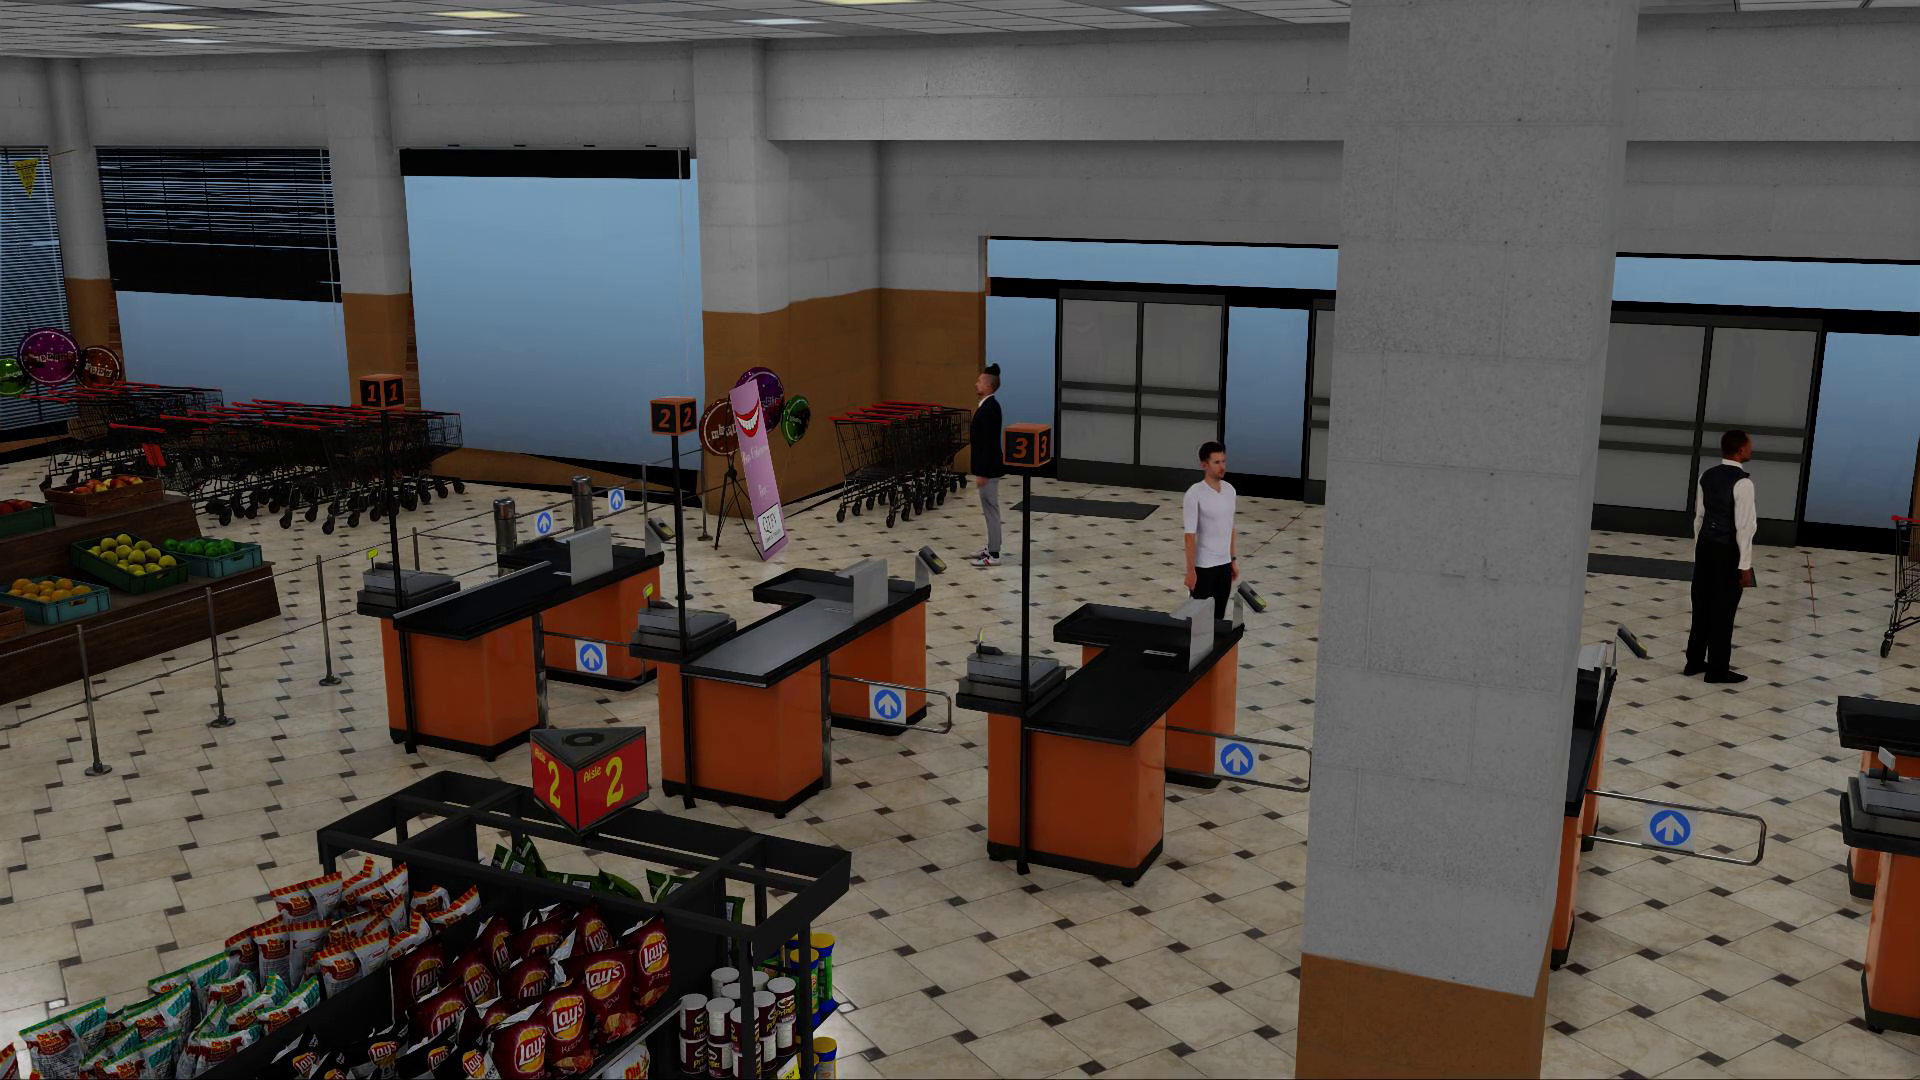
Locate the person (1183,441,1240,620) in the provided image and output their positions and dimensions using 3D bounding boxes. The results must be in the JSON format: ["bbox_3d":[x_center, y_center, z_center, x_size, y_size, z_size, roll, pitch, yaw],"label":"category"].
[{"bbox_3d":[1.873,0.173,12.460,0.670,1.851,0.819,-10,17,-37],"label":"person"}]

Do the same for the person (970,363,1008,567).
[{"bbox_3d":[0.280,-0.730,15.976,0.847,1.948,0.687,1,14,2],"label":"person"}]

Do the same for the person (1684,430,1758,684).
[{"bbox_3d":[5.745,0.115,12.554,0.830,1.919,0.764,-5,14,-18],"label":"person"}]
